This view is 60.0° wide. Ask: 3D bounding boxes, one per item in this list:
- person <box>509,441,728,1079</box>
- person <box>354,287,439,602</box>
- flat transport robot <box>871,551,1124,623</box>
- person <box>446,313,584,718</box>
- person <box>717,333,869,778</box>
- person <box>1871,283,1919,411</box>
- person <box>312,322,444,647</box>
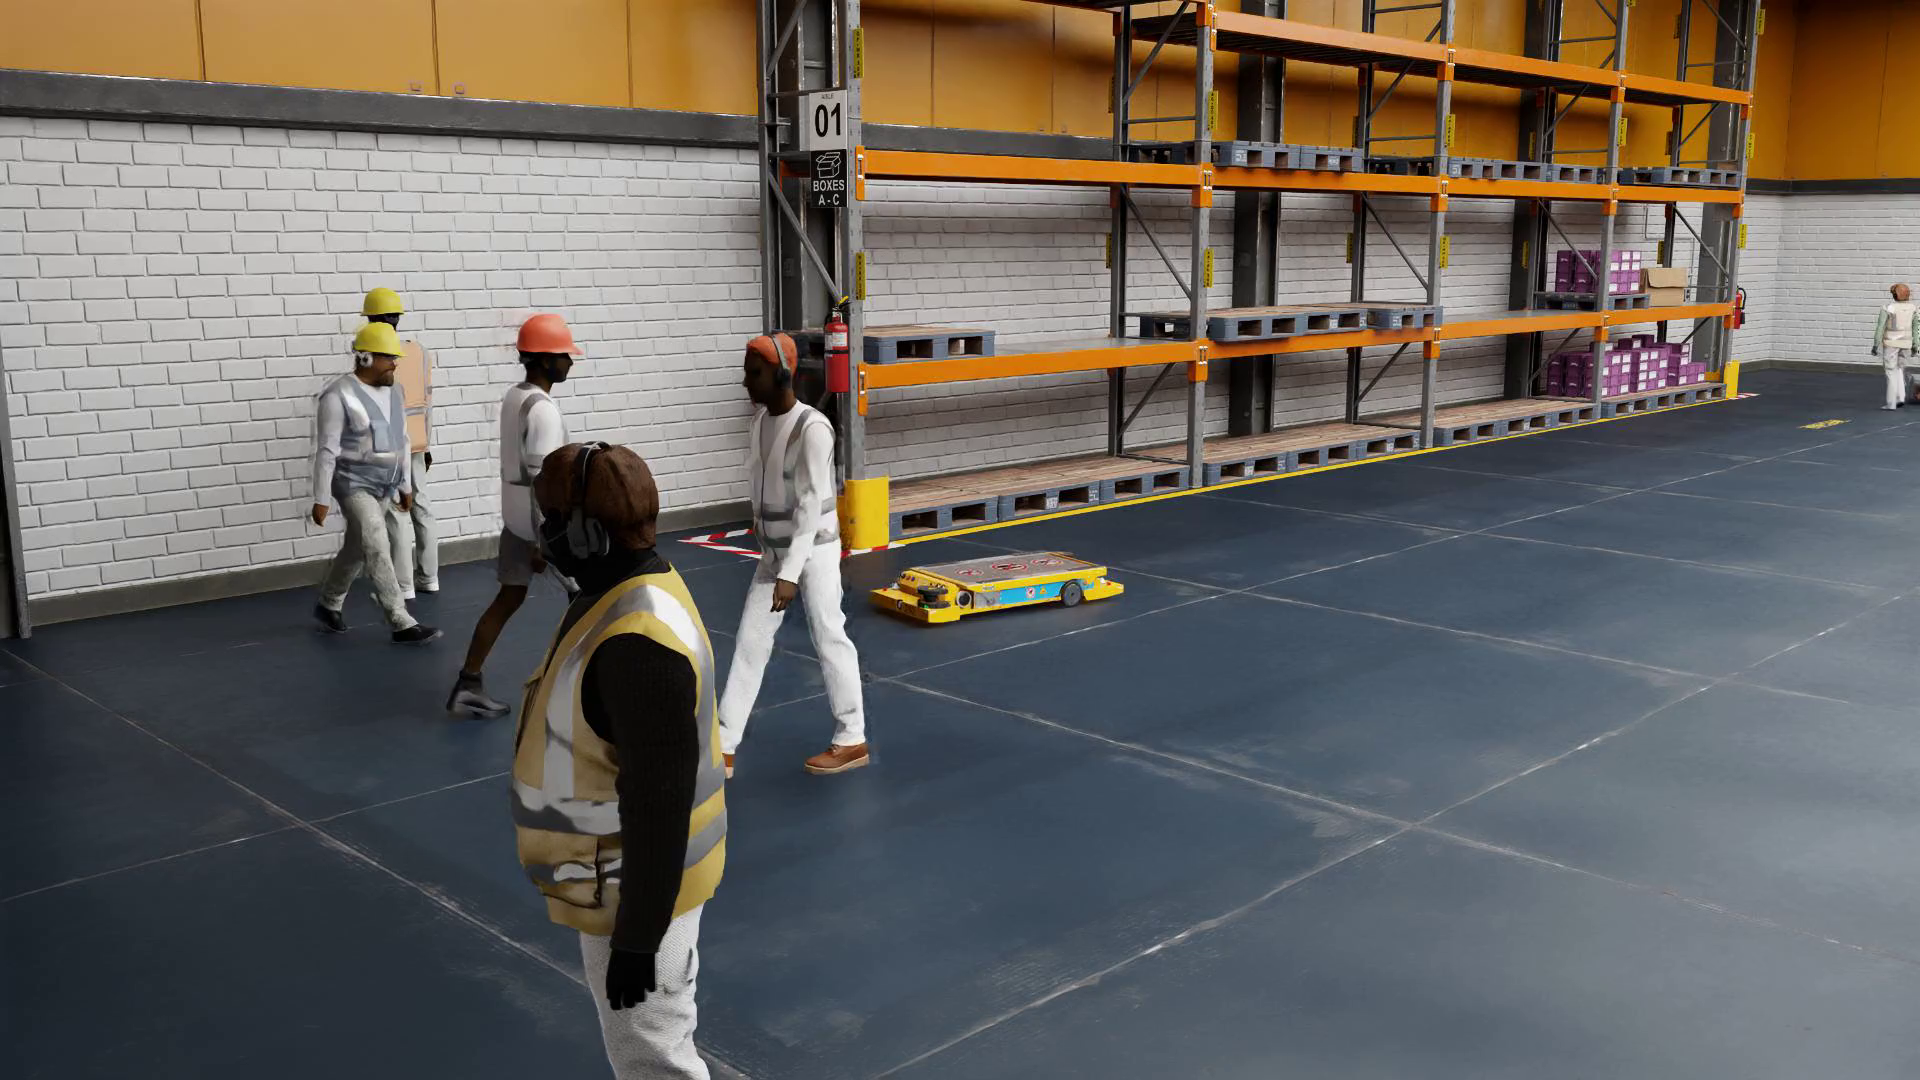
[{"bbox_3d":[-0.696,0.711,3.421,0.430,1.840,0.625,-3,11,-14],"label":"person"},{"bbox_3d":[-3.477,-0.580,10.218,0.388,1.926,0.590,5,11,24],"label":"person"},{"bbox_3d":[0.238,0.266,10.123,1.431,0.197,0.652,-7,12,-33],"label":"flat transport robot"},{"bbox_3d":[-1.972,-0.103,7.736,0.983,1.897,0.561,-7,13,-35],"label":"person"},{"bbox_3d":[-0.755,0.097,6.745,0.923,1.841,0.590,-8,13,-38],"label":"person"},{"bbox_3d":[12.007,-2.473,21.361,0.515,1.624,0.432,-1,10,-5],"label":"person"},{"bbox_3d":[-3.315,-0.308,9.166,0.942,1.781,0.634,3,11,18],"label":"person"}]
